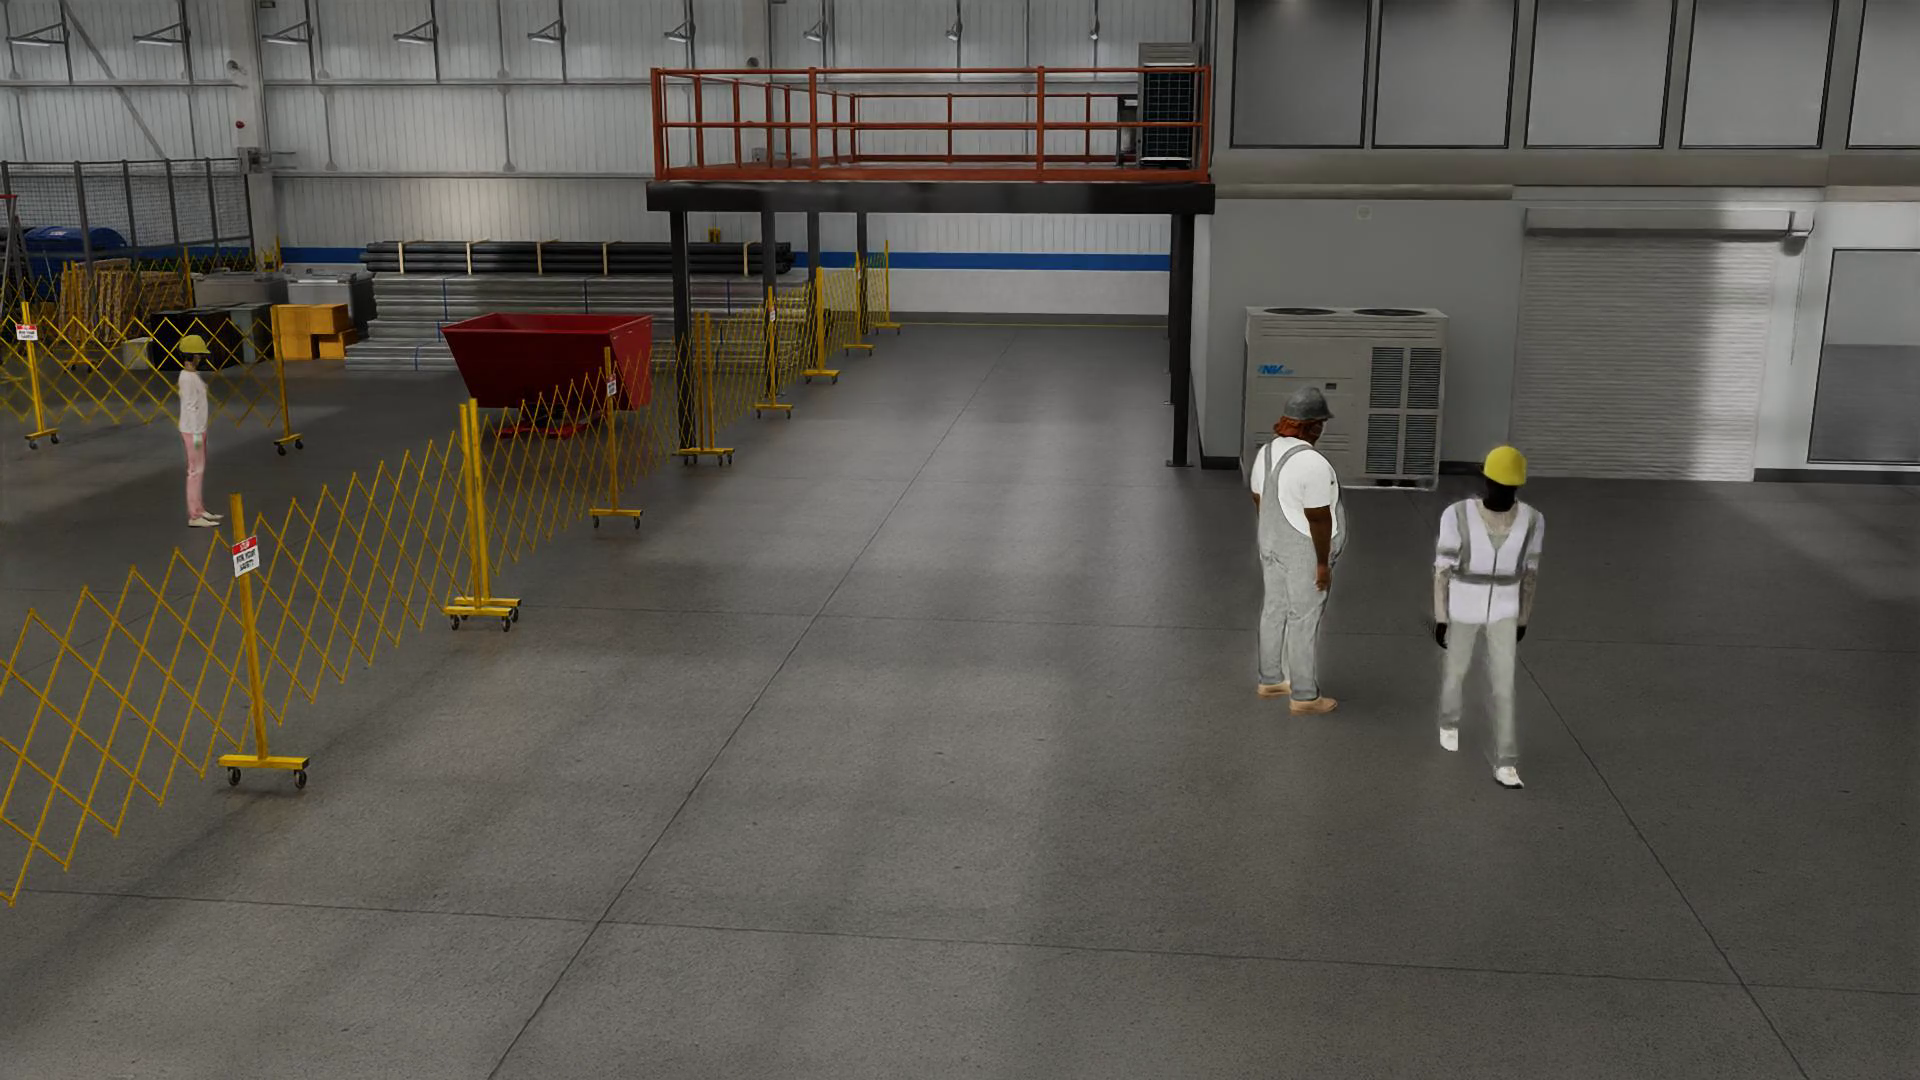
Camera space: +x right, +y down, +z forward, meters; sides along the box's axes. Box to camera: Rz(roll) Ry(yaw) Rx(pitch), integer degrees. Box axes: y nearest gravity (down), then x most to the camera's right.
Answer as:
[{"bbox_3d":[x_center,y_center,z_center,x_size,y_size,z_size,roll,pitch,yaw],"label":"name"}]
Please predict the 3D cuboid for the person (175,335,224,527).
[{"bbox_3d":[-6.960,-0.995,15.202,0.336,1.757,0.519,-5,15,-21],"label":"person"}]

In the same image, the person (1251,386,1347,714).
[{"bbox_3d":[2.132,0.051,10.334,0.537,2.000,0.682,-6,15,-23],"label":"person"}]

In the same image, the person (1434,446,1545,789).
[{"bbox_3d":[2.938,0.388,9.313,0.605,1.872,1.009,1,14,4],"label":"person"}]
